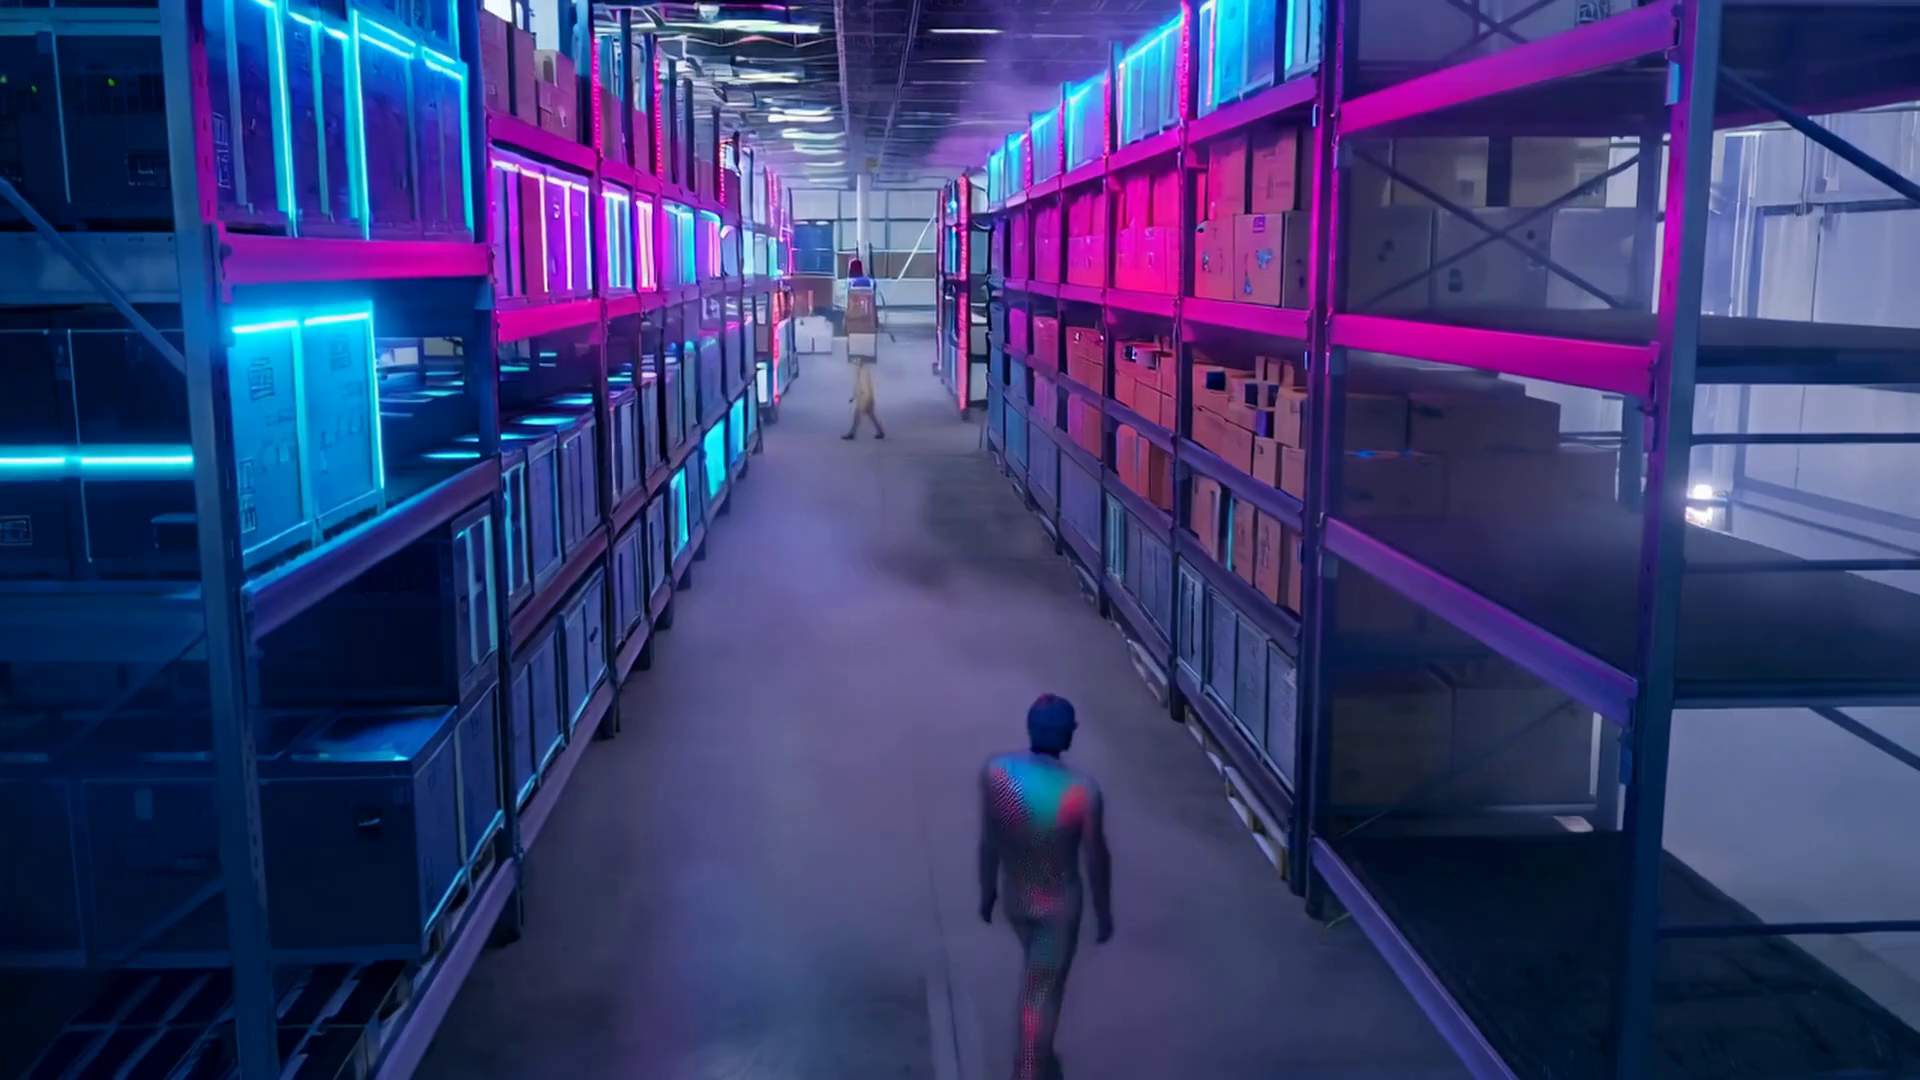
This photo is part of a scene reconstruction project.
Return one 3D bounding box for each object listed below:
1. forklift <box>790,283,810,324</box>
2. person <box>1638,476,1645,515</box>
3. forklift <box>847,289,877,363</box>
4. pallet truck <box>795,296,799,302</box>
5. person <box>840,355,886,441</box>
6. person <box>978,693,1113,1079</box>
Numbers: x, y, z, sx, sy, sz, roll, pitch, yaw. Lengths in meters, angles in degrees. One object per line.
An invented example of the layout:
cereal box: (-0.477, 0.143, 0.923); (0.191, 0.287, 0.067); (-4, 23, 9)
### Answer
forklift: (-7.679, -10.901, 79.582); (1.129, 2.768, 1.873); (-6, 11, -30)
person: (6.366, 0.289, 15.749); (0.641, 1.873, 0.888); (1, 10, 4)
forklift: (-3.719, -8.132, 63.046); (1.129, 2.768, 1.873); (-1, 10, -4)
pallet truck: (-8.622, -12.439, 91.403); (1.885, 1.965, 0.823); (2, 10, 13)
person: (-2.068, -3.069, 35.891); (1.040, 1.853, 0.639); (-3, 10, -15)
person: (0.426, 1.628, 7.607); (0.653, 1.915, 0.620); (8, 12, 38)
